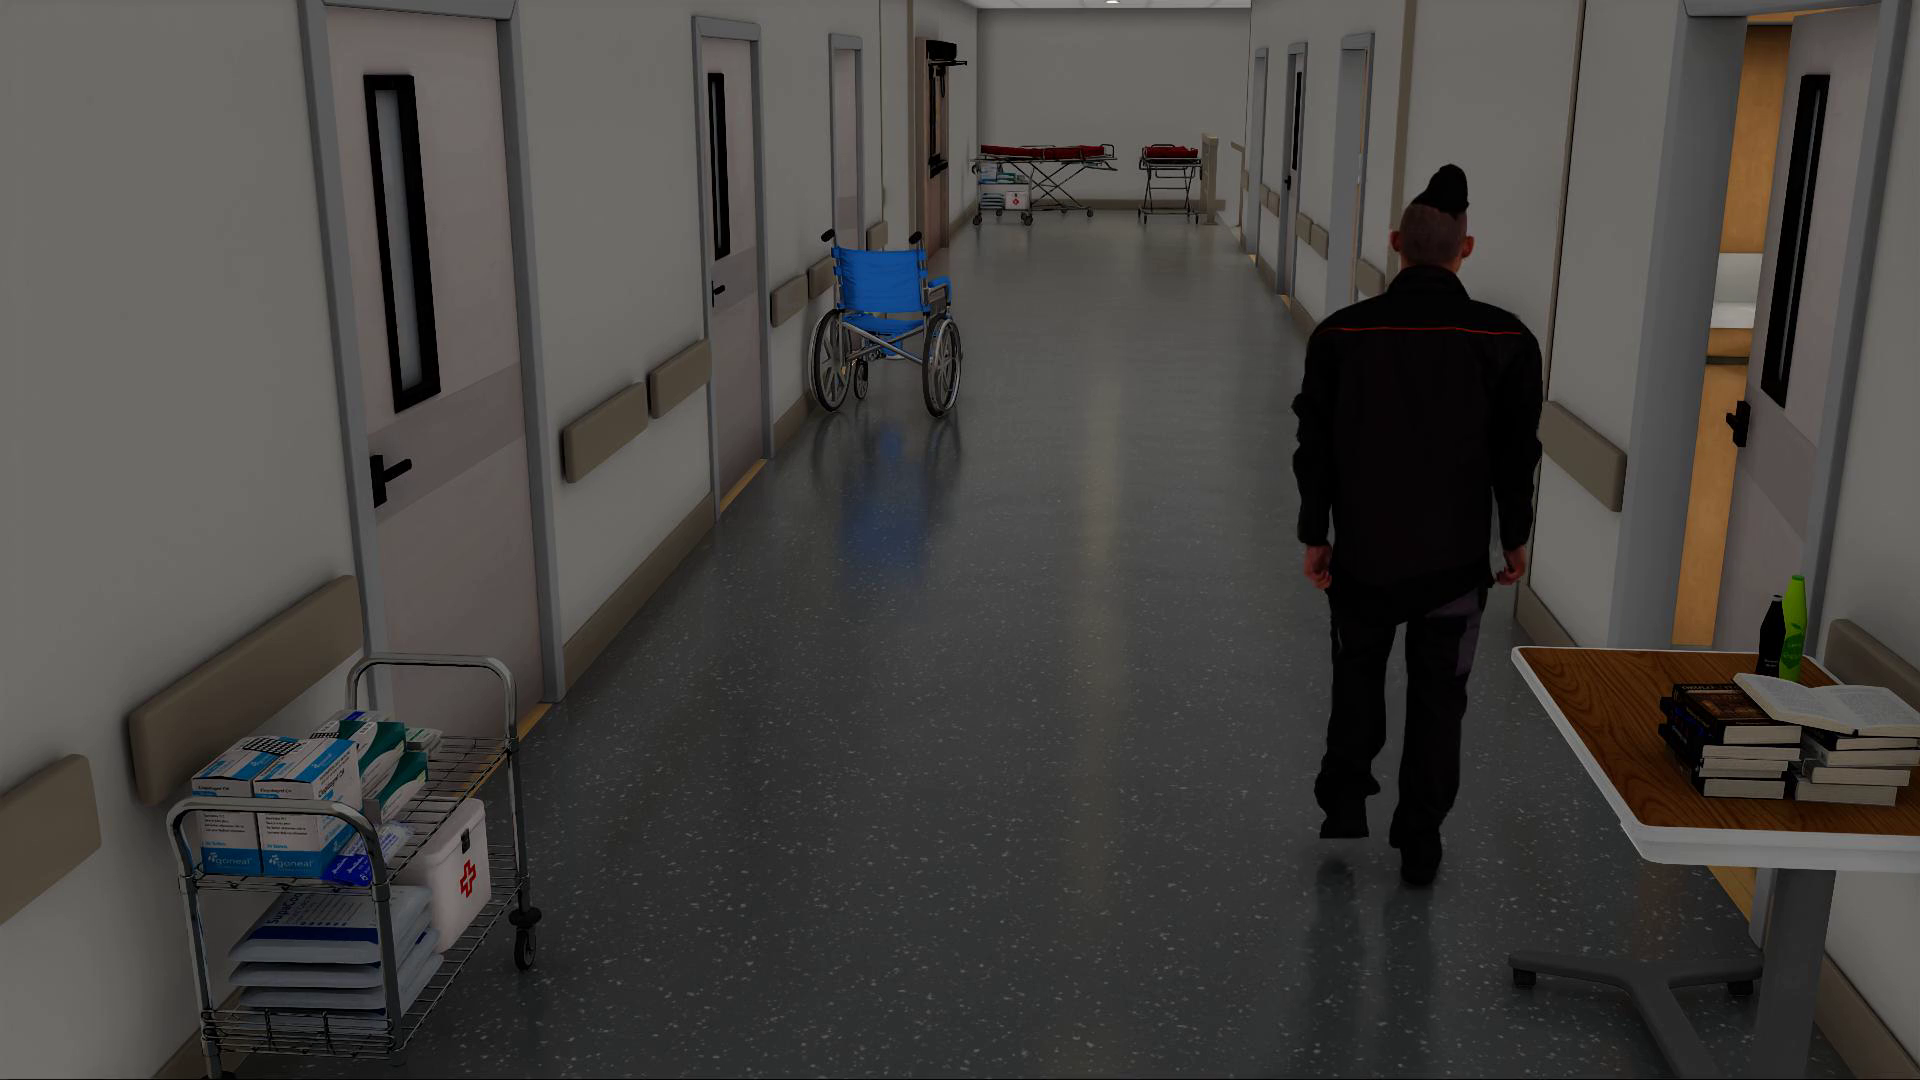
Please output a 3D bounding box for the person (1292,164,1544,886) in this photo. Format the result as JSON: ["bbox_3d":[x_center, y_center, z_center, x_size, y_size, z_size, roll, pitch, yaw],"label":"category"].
[{"bbox_3d":[1.137,0.008,4.192,0.850,1.847,0.799,6,17,21],"label":"person"}]
